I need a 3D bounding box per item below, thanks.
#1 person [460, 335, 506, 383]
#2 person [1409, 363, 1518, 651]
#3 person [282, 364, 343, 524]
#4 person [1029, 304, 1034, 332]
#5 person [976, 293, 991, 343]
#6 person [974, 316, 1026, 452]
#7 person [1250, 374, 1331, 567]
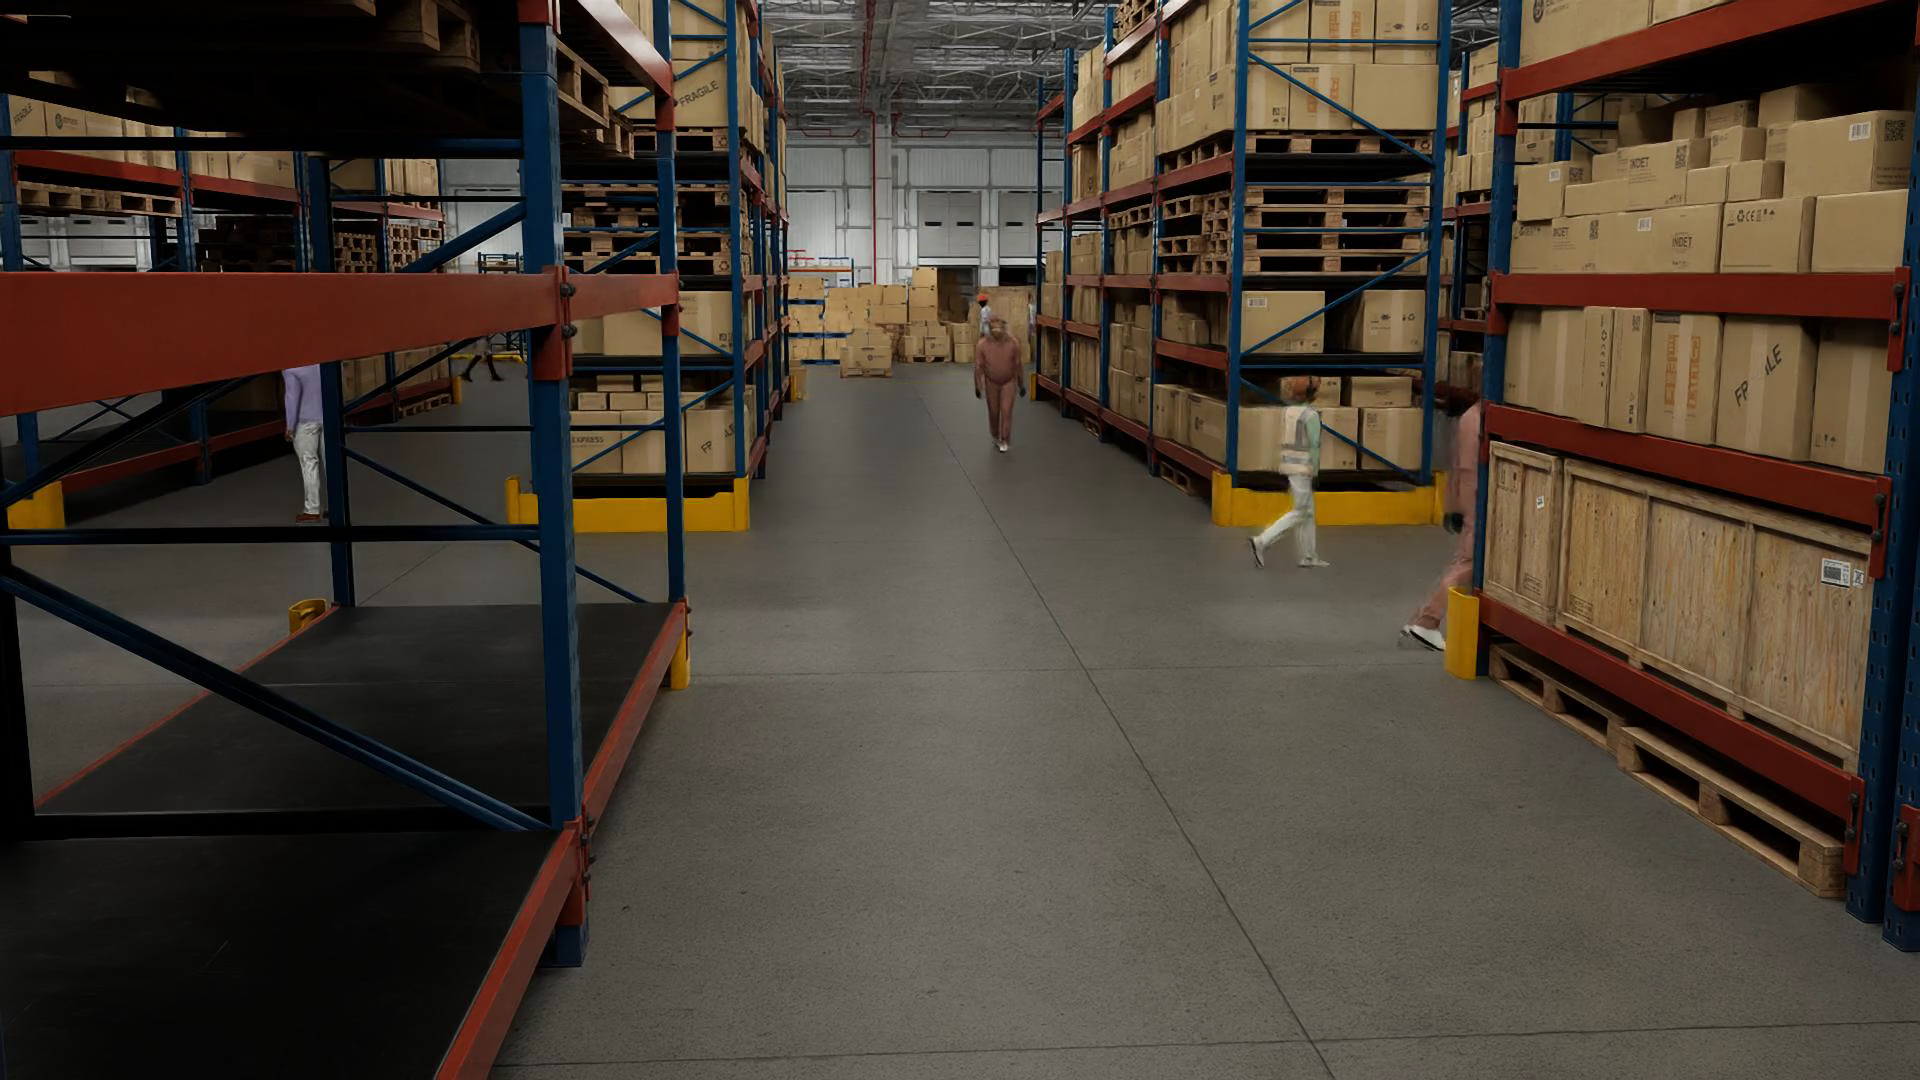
[{"bbox_3d":[-10.754,-4.475,37.260,1.001,1.931,0.617,-4,10,-26],"label":"person"},{"bbox_3d":[3.352,-0.209,10.652,0.981,1.862,0.658,-1,9,-5],"label":"person"},{"bbox_3d":[-6.278,-1.128,16.166,0.355,1.936,0.636,6,11,33],"label":"person"},{"bbox_3d":[2.008,-6.243,48.429,0.661,1.895,0.591,0,9,-2],"label":"person"},{"bbox_3d":[0.612,-5.506,43.692,0.412,1.924,0.576,1,9,7],"label":"person"},{"bbox_3d":[0.550,-2.162,22.931,0.694,1.860,0.909,1,9,4],"label":"person"},{"bbox_3d":[2.718,-0.547,13.551,0.689,1.615,0.525,-2,9,-12],"label":"person"}]
